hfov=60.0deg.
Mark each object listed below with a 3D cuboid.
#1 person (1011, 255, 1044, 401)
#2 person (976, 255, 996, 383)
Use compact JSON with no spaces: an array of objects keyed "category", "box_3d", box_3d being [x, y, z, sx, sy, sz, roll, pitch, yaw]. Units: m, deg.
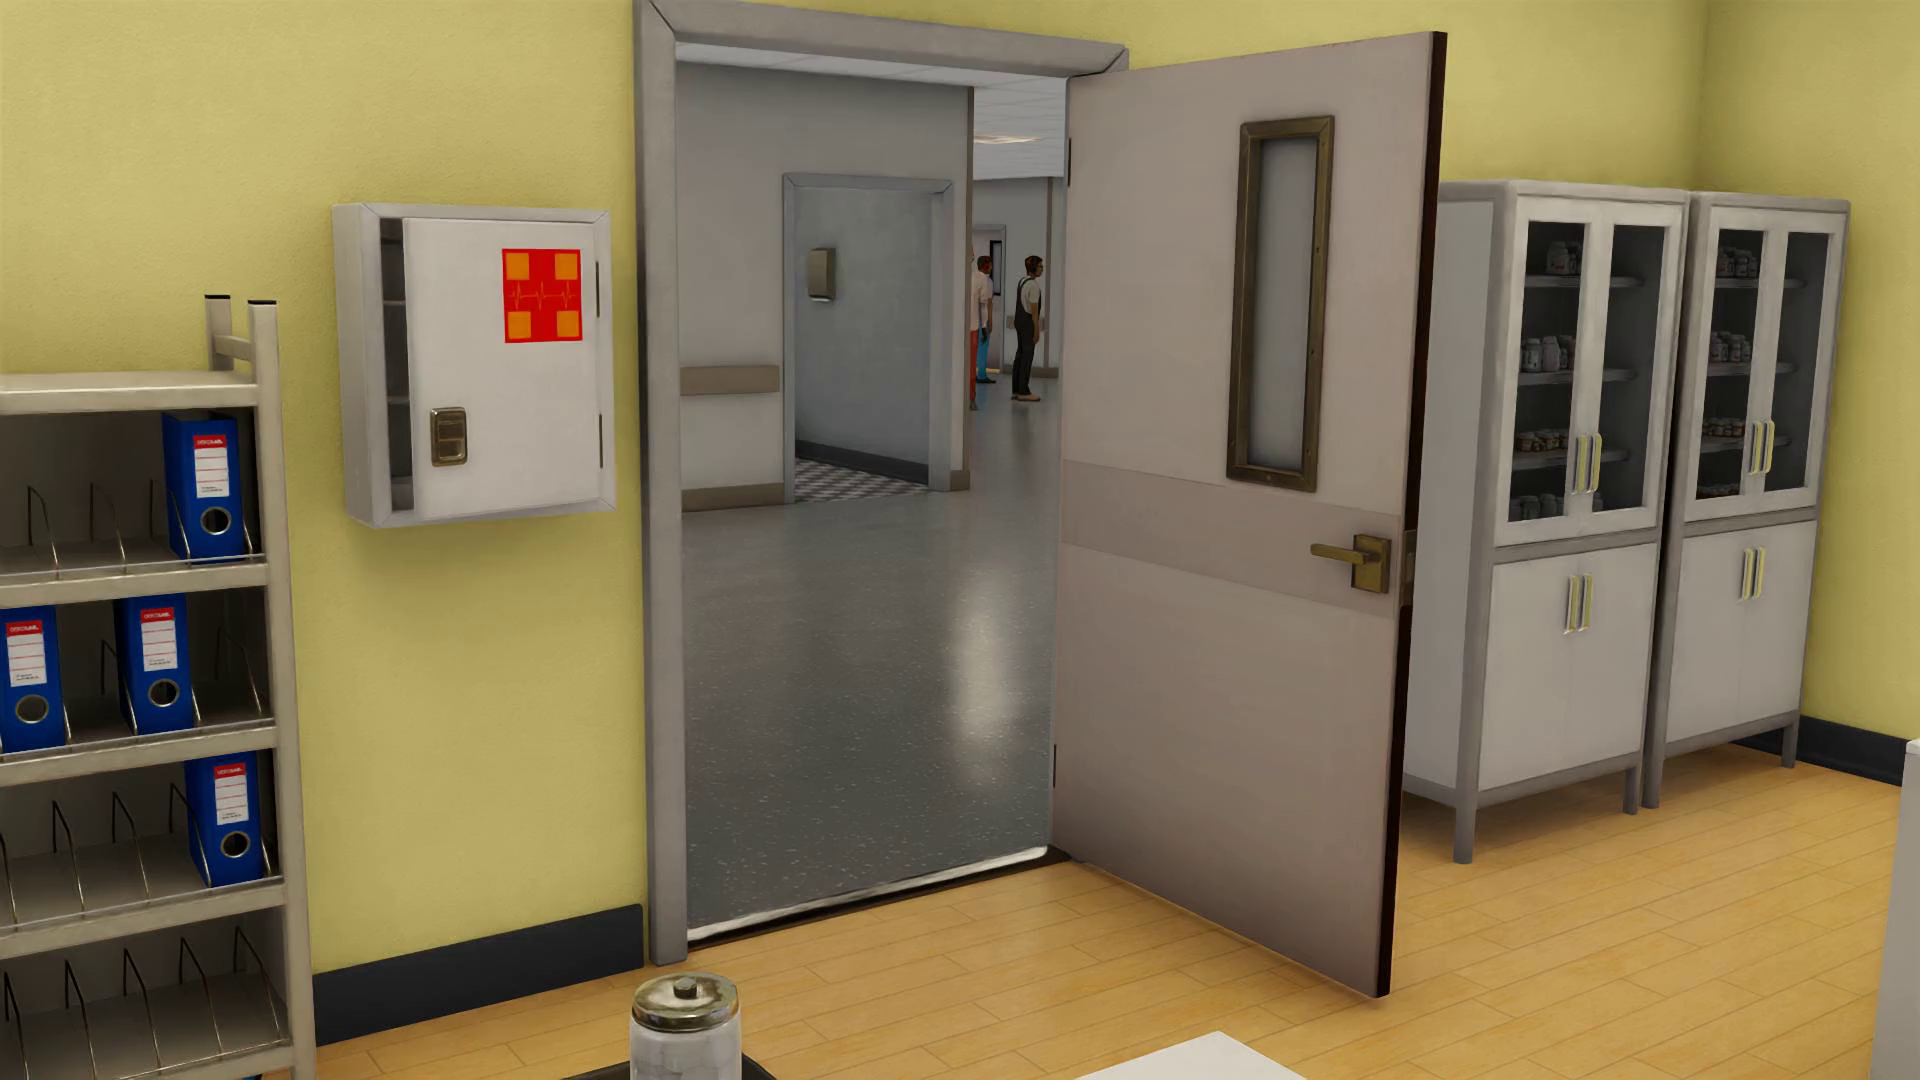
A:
[{"category":"person","box_3d":[0.868,-2.663,20.968,0.357,1.839,0.508,-2,10,-18]},{"category":"person","box_3d":[0.292,-3.168,23.945,0.392,1.837,0.560,-5,11,-33]}]
